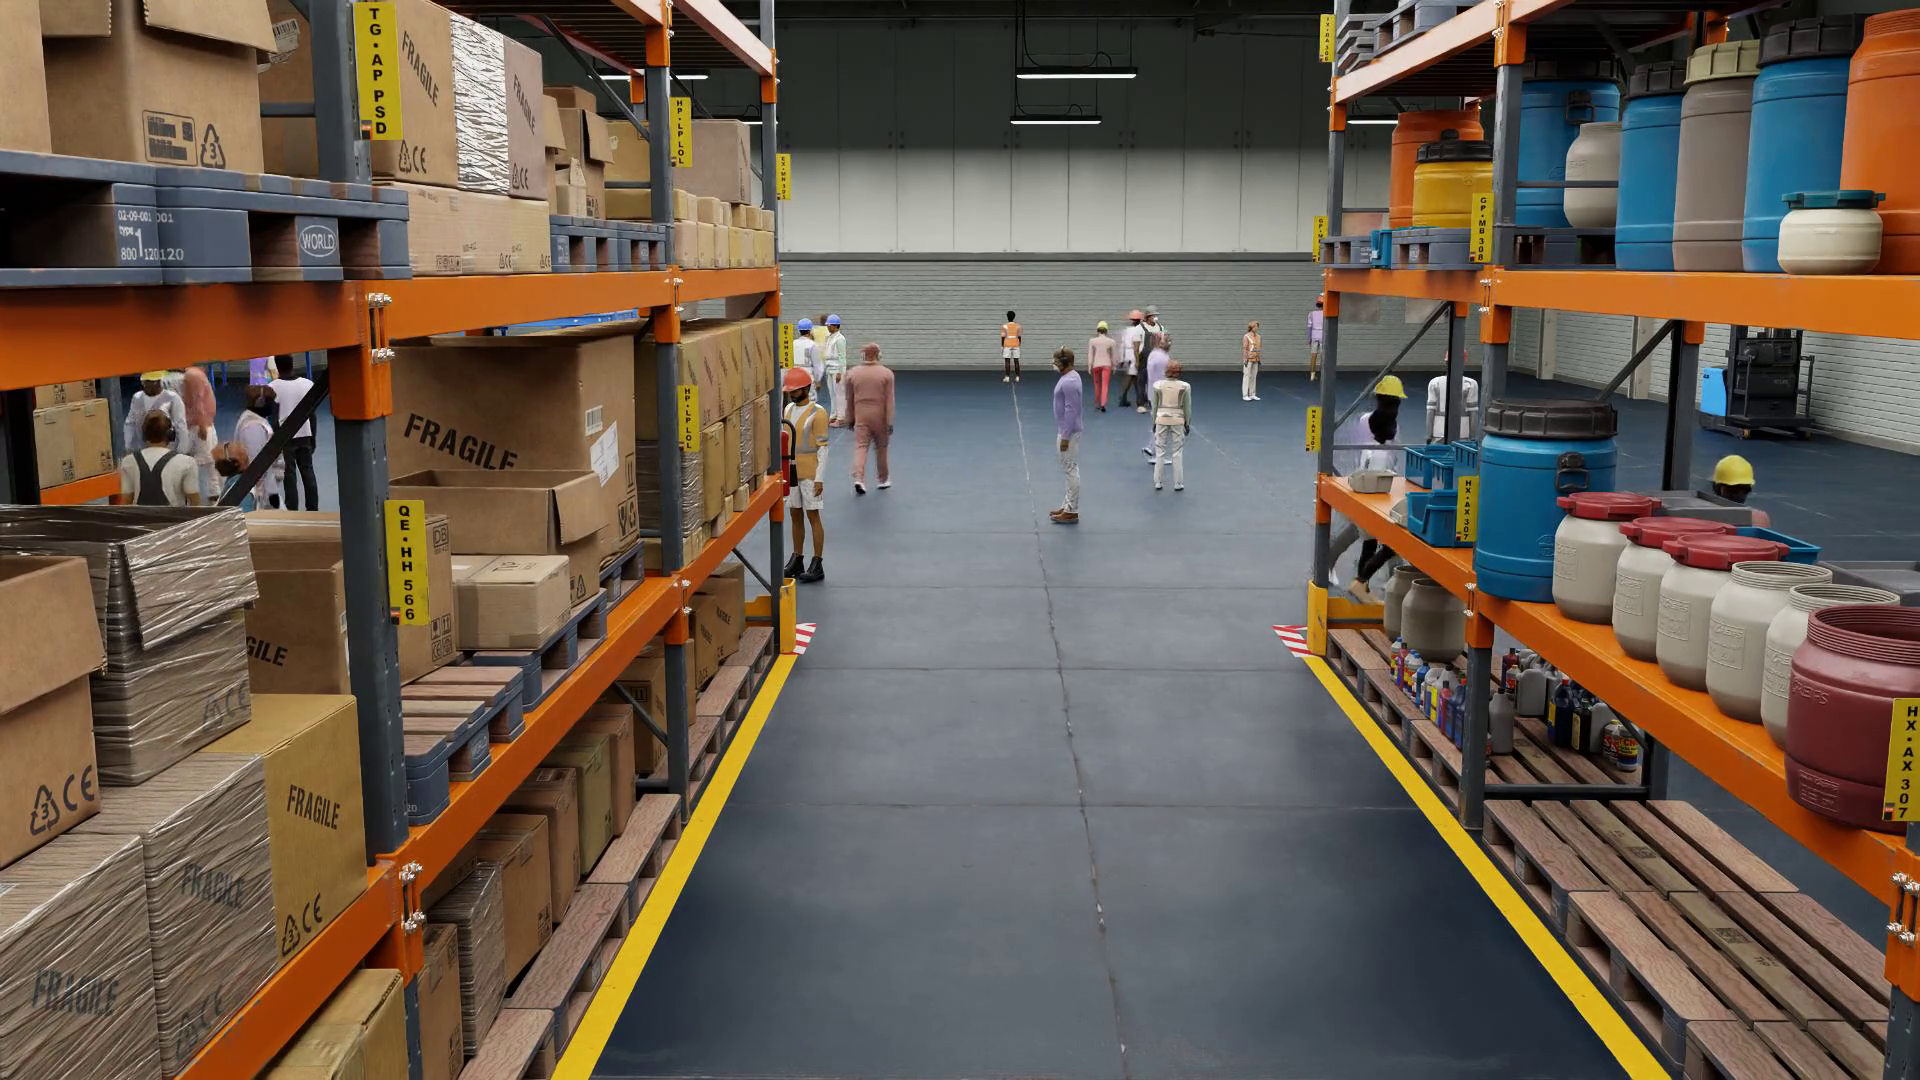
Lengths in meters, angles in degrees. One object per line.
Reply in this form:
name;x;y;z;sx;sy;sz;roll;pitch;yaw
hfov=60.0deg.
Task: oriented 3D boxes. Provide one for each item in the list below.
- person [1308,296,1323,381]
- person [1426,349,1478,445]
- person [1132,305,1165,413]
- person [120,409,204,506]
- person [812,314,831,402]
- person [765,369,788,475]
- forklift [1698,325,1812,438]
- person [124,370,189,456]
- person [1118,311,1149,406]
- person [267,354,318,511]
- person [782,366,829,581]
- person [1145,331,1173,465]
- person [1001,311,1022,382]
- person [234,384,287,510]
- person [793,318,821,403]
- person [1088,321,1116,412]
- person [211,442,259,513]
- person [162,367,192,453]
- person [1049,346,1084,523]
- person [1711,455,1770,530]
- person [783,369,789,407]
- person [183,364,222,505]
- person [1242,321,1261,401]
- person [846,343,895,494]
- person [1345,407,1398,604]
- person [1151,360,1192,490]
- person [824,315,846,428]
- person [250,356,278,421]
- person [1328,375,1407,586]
person;8.709;-4.864;40.176;0.616;2.039;0.386;7;12;37
person;5.460;-1.187;18.465;0.553;1.935;0.362;4;10;24
person;3.648;-3.427;31.701;0.689;2.000;0.539;-4;10;-25
person;-5.634;-0.025;11.872;0.555;1.809;0.847;-1;9;-3
person;-2.804;-3.760;34.291;0.634;1.811;0.932;5;11;28
person;-2.441;-1.650;21.457;0.523;1.865;0.317;-8;12;-39
forklift;13.248;-3.165;27.620;1.129;2.768;1.873;0;9;1
person;-8.652;-1.003;17.847;0.603;1.773;0.955;3;10;17
person;3.526;-3.628;33.228;1.013;1.882;0.568;-7;12;-37
person;-7.171;-1.077;17.876;0.391;1.914;0.587;6;11;34
person;-1.428;-0.598;14.966;0.542;1.929;0.369;8;13;41
person;2.875;-2.009;23.525;0.443;1.892;0.645;0;9;1
person;1.222;-4.621;39.752;0.530;1.697;0.321;-3;10;-18
person;-6.062;-0.472;14.633;0.987;1.779;0.660;-4;10;-22
person;-2.489;-2.592;26.839;0.612;1.950;0.377;7;12;36
person;2.744;-3.353;32.075;0.538;1.726;0.894;1;10;5
person;-4.935;0.138;11.421;0.312;1.638;0.512;-6;11;-33
person;-10.191;-1.590;21.533;0.488;1.725;0.644;2;10;15
person;1.178;-1.167;18.361;0.372;1.934;0.627;1;9;3
person;4.418;0.368;9.674;0.540;1.756;0.448;-1;10;-7
person;-3.272;-3.032;30.362;0.529;1.657;0.851;0;9;1
person;-8.965;-1.379;19.512;0.677;1.971;0.628;-3;10;-17
person;6.043;-3.710;34.462;0.514;1.643;0.307;-9;13;-42
person;-1.115;-1.525;20.720;0.652;1.863;0.993;2;10;13
person;3.423;-0.253;13.641;0.380;1.679;0.534;0;9;2
person;2.655;-1.446;20.938;0.508;1.629;0.318;2;10;13
person;-2.175;-2.947;28.972;0.384;1.949;0.605;-4;10;-25
person;-10.485;-2.246;25.093;0.570;1.840;0.375;6;11;34
person;3.584;-0.499;14.526;0.603;1.885;0.955;-9;13;-42
